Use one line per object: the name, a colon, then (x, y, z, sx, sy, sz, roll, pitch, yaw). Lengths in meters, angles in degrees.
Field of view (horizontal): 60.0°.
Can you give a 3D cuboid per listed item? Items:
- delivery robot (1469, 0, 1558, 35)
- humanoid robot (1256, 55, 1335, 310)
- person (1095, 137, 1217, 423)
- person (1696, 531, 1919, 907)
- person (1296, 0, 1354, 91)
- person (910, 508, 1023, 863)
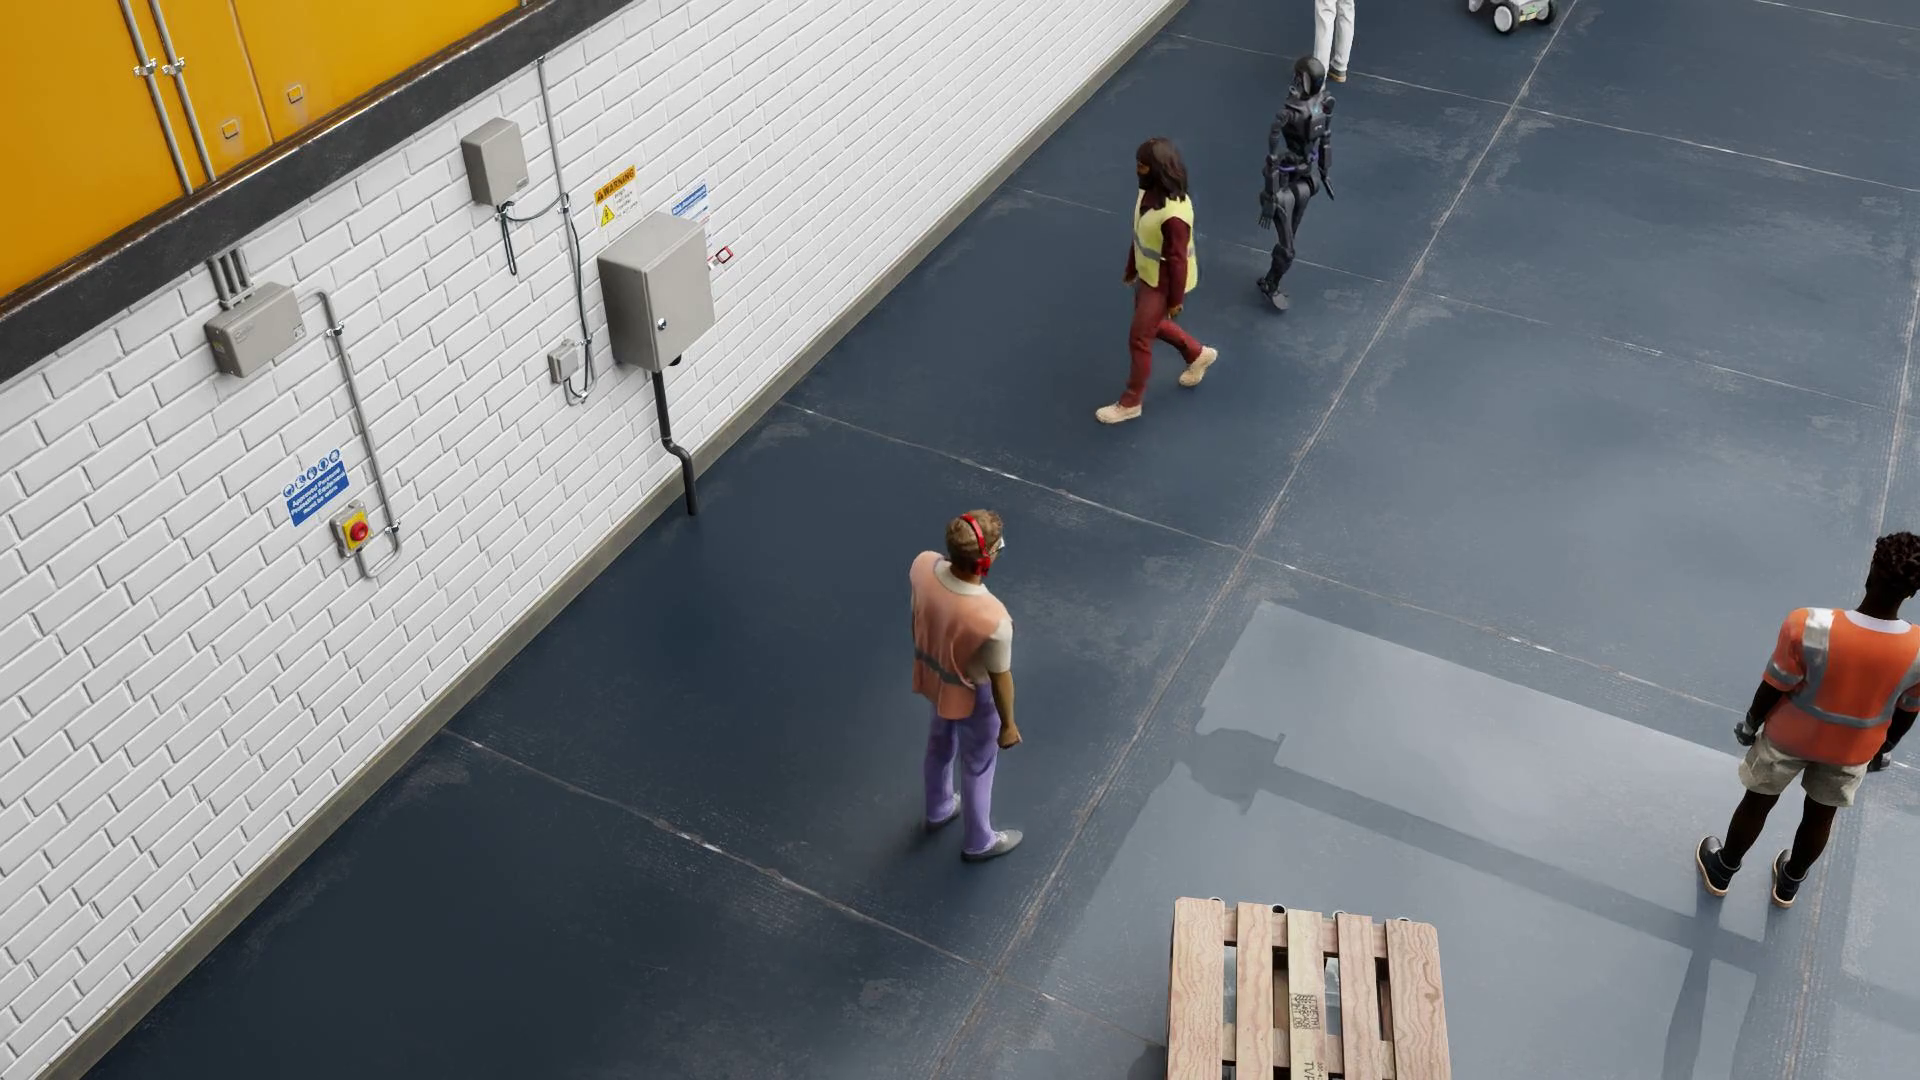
delivery robot: (4.647, -4.609, 13.977, 0.525, 0.614, 0.785, -19, 44, -21)
humanoid robot: (2.080, -2.219, 10.328, 0.584, 1.658, 0.386, -28, 48, -29)
person: (1.169, -1.484, 9.425, 0.724, 1.750, 0.483, -7, 41, -8)
person: (3.449, 0.755, 6.665, 0.605, 1.965, 0.366, 10, 42, 12)
person: (2.880, -4.369, 12.667, 0.583, 1.882, 0.341, -26, 47, -27)
person: (0.012, 0.630, 6.902, 0.373, 1.840, 0.569, -29, 48, -29)
